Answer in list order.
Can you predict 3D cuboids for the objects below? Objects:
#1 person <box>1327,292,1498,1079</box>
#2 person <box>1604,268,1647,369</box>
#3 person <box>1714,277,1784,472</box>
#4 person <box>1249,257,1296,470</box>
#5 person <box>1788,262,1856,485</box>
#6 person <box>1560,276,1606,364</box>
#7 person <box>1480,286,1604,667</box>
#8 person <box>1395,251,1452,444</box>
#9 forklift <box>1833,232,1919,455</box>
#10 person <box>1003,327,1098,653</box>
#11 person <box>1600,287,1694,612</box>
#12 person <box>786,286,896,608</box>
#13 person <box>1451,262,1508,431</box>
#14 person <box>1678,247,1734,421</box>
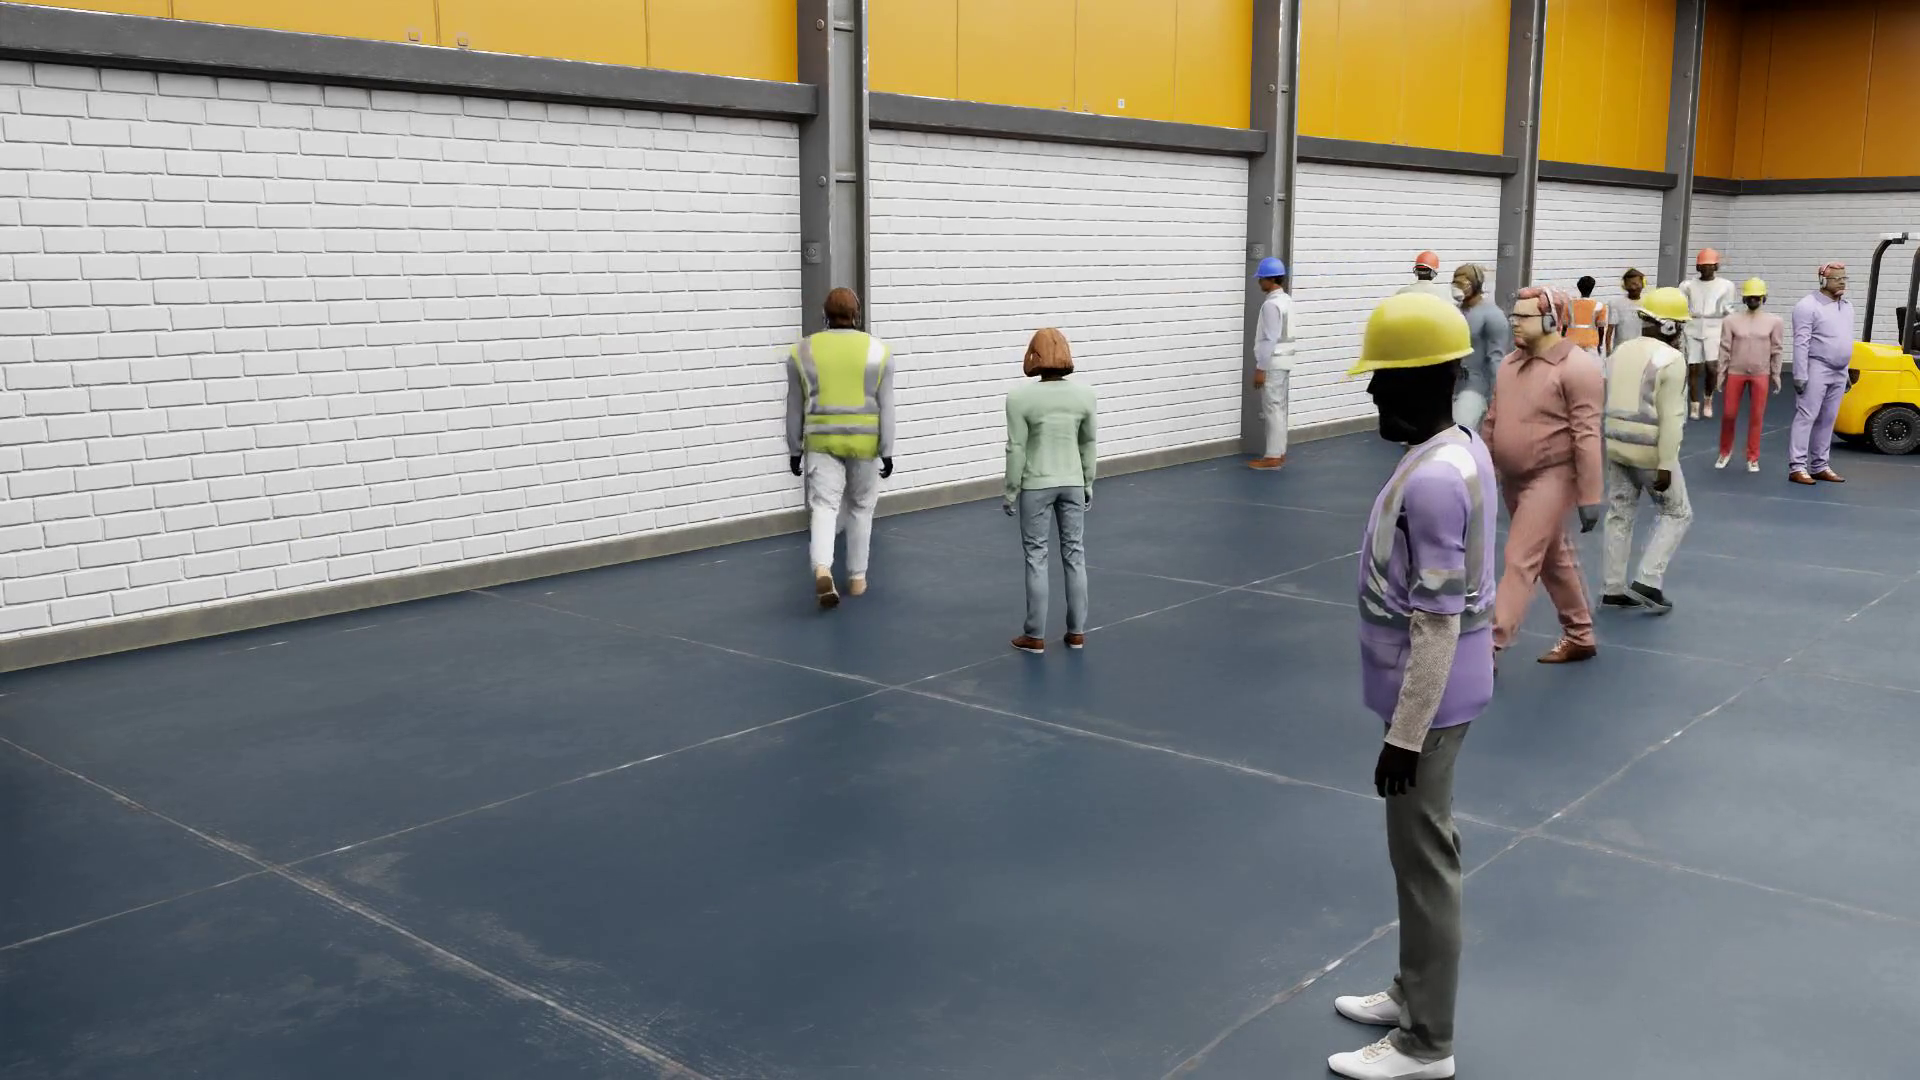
[{"bbox_3d":[1.100,0.367,4.046,0.375,1.924,0.585,3,10,17],"label":"person"},{"bbox_3d":[7.052,-1.934,17.474,0.556,1.813,0.996,1,10,8],"label":"person"},{"bbox_3d":[7.194,-1.505,15.170,0.536,1.769,0.329,5,11,25],"label":"person"},{"bbox_3d":[2.863,-1.607,15.225,0.408,1.945,0.615,4,11,23],"label":"person"},{"bbox_3d":[7.459,-1.433,14.344,0.653,1.906,0.408,-5,11,-25],"label":"person"},{"bbox_3d":[7.647,-2.395,20.446,0.530,1.689,0.322,4,11,21],"label":"person"},{"bbox_3d":[2.706,-0.272,7.900,1.016,1.851,0.674,-3,10,-17],"label":"person"},{"bbox_3d":[4.760,-1.964,17.117,0.617,1.994,0.380,5,11,28],"label":"person"},{"bbox_3d":[9.955,-1.972,16.595,2.313,2.155,1.214,1,10,8],"label":"forklift"},{"bbox_3d":[0.453,-0.247,8.363,0.497,1.635,0.286,-4,11,-21],"label":"person"},{"bbox_3d":[3.817,-0.487,9.233,0.464,1.810,0.601,-3,11,-18],"label":"person"},{"bbox_3d":[-0.680,-0.531,9.482,0.632,1.818,0.837,0,10,0],"label":"person"},{"bbox_3d":[3.684,-1.053,12.159,0.467,1.923,0.638,-3,10,-17],"label":"person"},{"bbox_3d":[8.706,-2.404,19.512,0.623,2.026,0.443,5,11,28],"label":"person"}]
